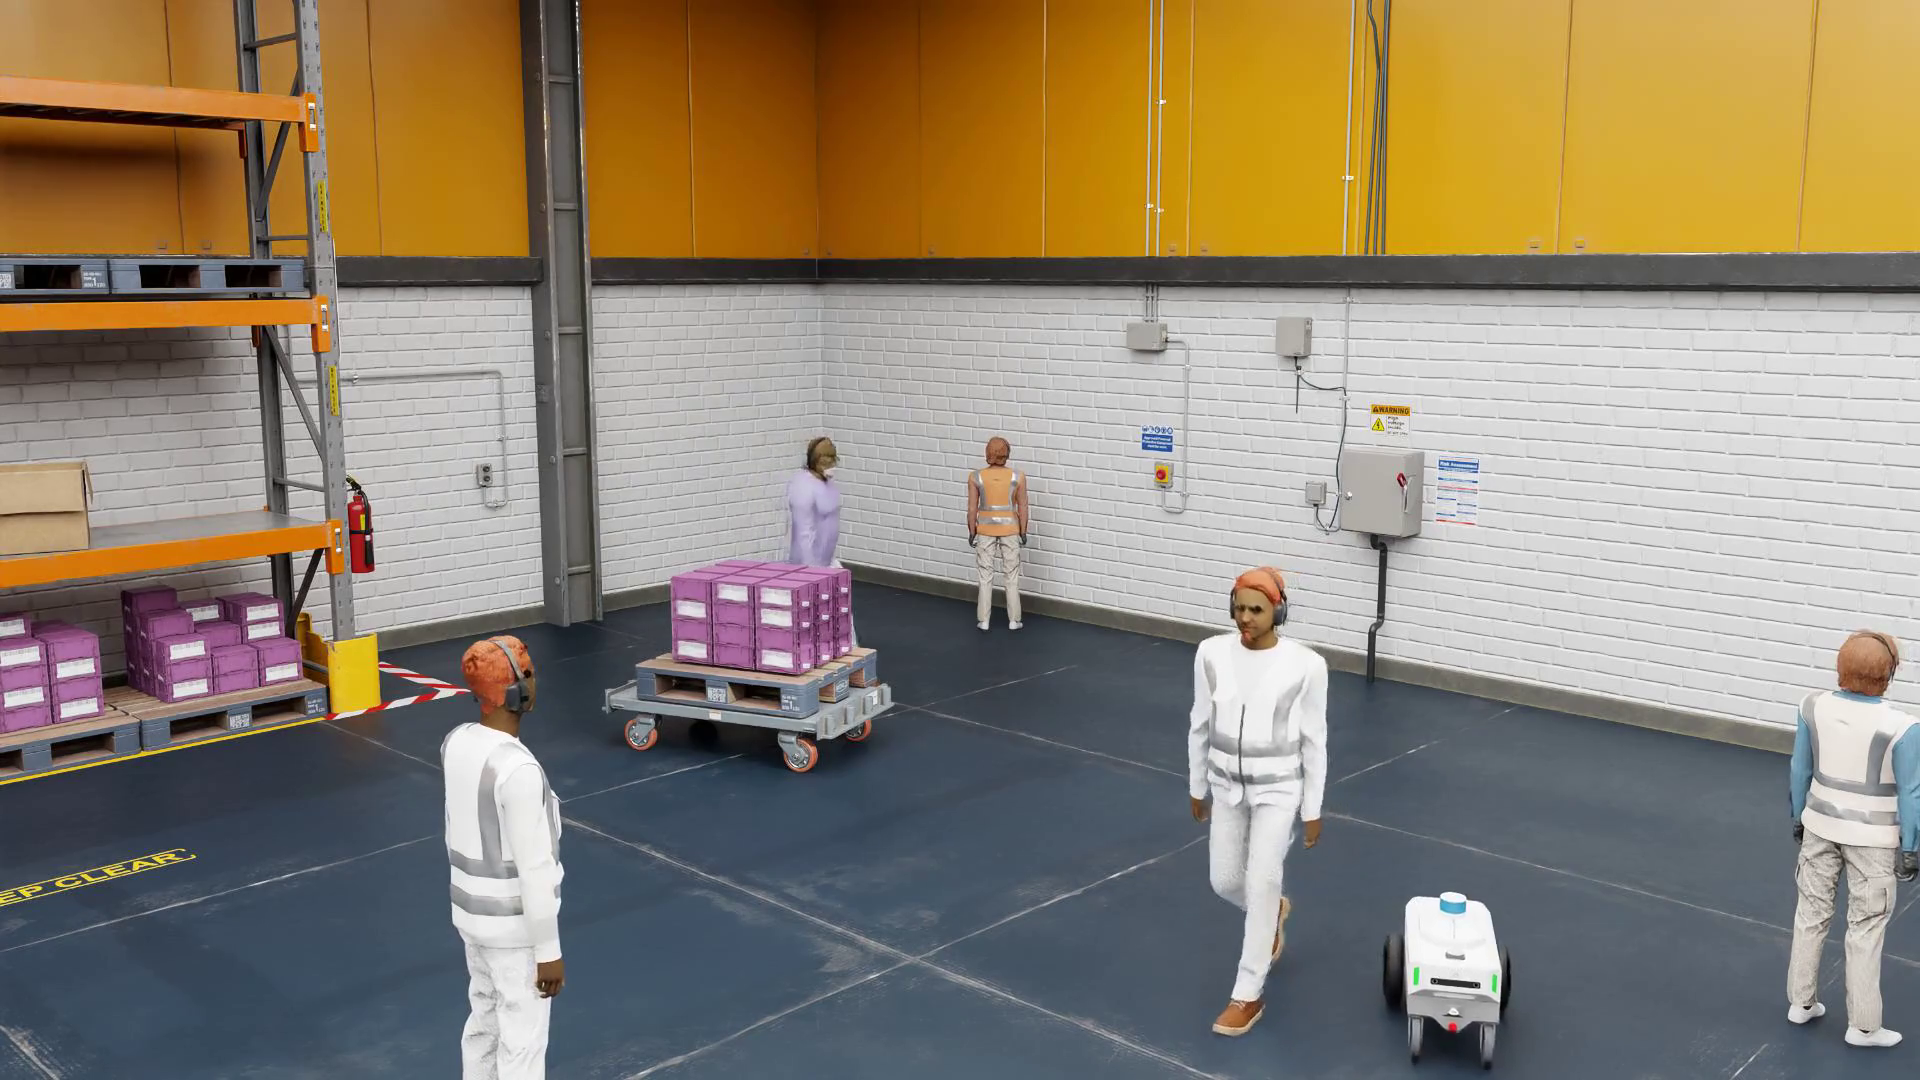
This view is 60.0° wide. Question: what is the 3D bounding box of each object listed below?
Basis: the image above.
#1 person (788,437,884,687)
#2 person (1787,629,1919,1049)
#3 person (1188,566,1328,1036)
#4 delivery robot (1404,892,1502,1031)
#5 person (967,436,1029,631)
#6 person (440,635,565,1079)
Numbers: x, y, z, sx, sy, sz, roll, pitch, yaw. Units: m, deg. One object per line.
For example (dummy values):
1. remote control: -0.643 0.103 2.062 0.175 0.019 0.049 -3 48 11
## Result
1. person: -1.006 0.189 11.804 0.931 1.876 0.702 3 10 18
2. person: 3.495 1.161 6.513 0.306 1.645 0.522 -6 11 -30
3. person: 1.232 1.010 6.777 0.585 1.867 0.724 6 11 34
4. delivery robot: 1.947 1.645 6.598 0.477 0.478 0.707 2 9 13
5. person: 0.317 -0.043 13.914 0.513 1.641 0.309 0 9 3
6. person: -1.439 1.234 5.340 0.351 1.884 0.582 -8 12 -40
